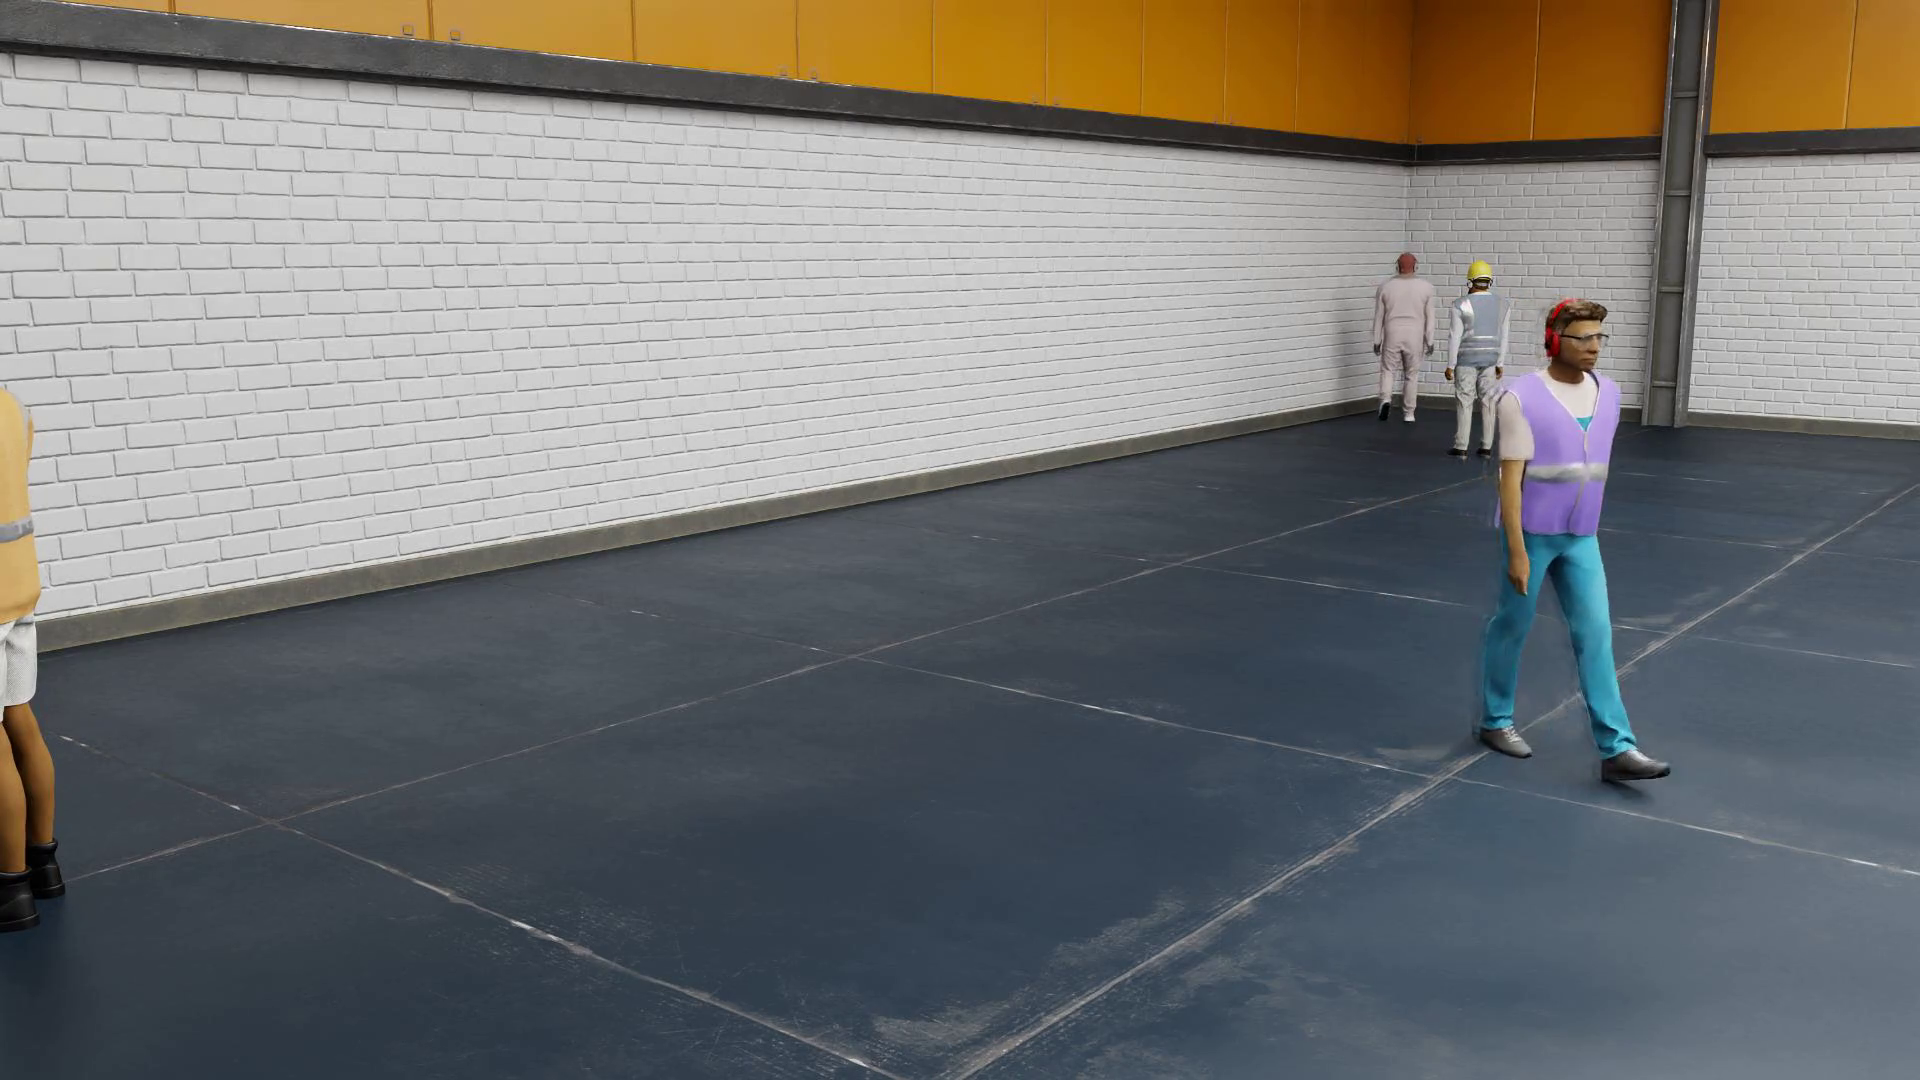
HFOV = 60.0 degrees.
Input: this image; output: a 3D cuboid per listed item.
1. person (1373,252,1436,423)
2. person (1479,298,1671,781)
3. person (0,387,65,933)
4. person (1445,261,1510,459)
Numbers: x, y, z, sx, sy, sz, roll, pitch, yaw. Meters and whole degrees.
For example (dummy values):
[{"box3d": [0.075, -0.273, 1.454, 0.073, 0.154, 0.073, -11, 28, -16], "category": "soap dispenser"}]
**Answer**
[{"box3d": [4.888, -2.216, 18.320, 0.668, 1.898, 0.619, 4, 11, 21], "category": "person"}, {"box3d": [2.285, 0.009, 6.230, 0.582, 1.795, 0.942, -4, 11, -22], "category": "person"}, {"box3d": [-2.893, 0.189, 4.859, 0.350, 1.941, 0.545, -2, 10, -9], "category": "person"}, {"box3d": [4.768, -1.660, 15.403, 0.595, 1.832, 0.404, -2, 10, -12], "category": "person"}]
